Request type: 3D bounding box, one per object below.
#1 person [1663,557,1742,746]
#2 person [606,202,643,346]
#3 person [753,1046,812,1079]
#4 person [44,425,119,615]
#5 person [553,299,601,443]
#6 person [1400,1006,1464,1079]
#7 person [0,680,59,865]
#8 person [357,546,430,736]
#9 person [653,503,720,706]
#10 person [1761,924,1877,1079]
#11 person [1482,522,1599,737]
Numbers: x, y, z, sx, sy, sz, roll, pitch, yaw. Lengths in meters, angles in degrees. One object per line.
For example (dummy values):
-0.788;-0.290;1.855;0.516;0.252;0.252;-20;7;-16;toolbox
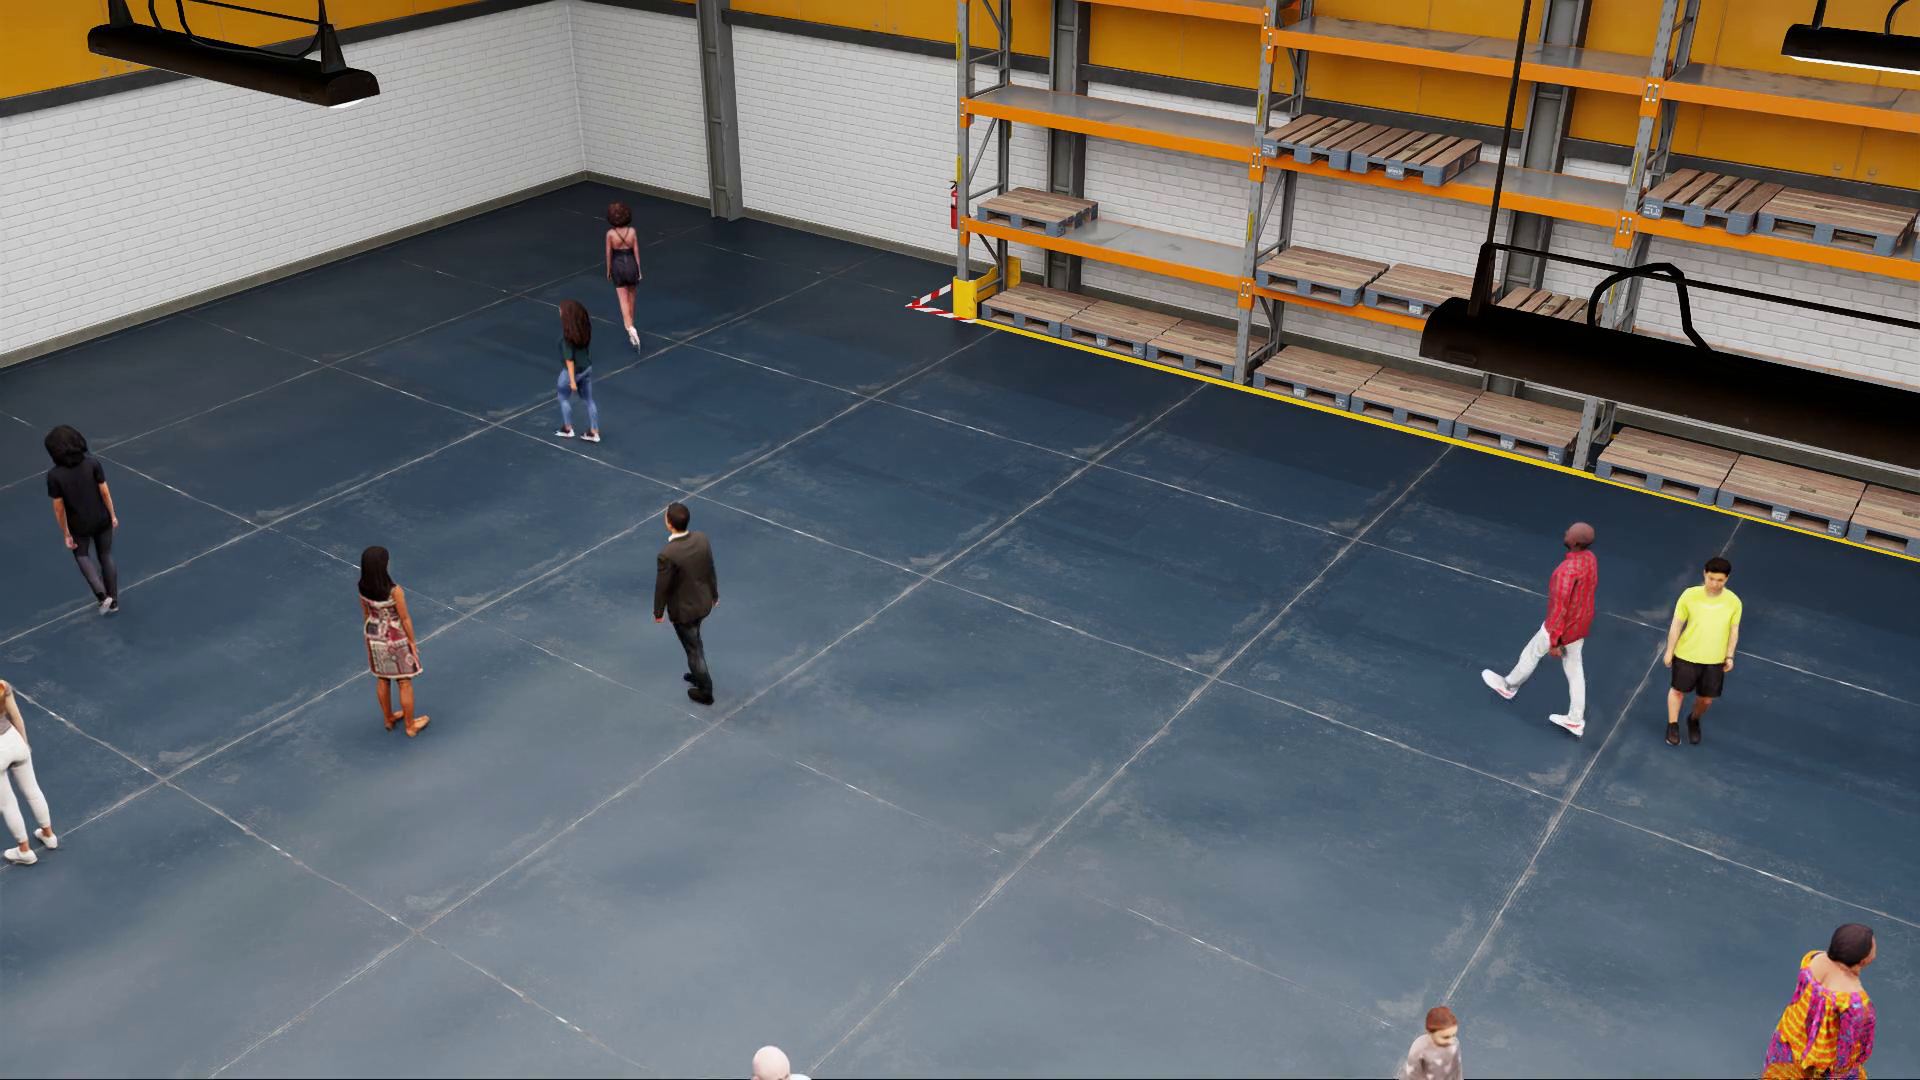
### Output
5.780;0.830;12.998;0.681;1.698;0.813;9;30;16;person
-4.091;-3.225;20.375;0.940;1.752;1.142;-12;31;-20;person
-0.986;3.234;8.501;0.912;1.785;1.263;-21;35;-34;person
-7.660;-0.139;14.648;0.756;1.819;0.832;-21;35;-34;person
-4.058;-1.797;17.916;0.830;1.600;0.688;12;31;21;person
2.636;3.073;9.432;0.748;1.174;0.831;-7;29;-13;person
-6.745;1.520;11.710;0.535;1.719;0.606;15;32;26;person
-4.522;0.785;13.137;0.583;1.644;0.771;8;30;15;person
-2.122;0.547;13.423;0.722;1.787;0.736;22;36;35;person
4.783;2.840;9.358;0.926;1.656;0.865;-5;29;-9;person
4.851;0.719;13.114;0.925;1.782;1.249;-20;35;-33;person
